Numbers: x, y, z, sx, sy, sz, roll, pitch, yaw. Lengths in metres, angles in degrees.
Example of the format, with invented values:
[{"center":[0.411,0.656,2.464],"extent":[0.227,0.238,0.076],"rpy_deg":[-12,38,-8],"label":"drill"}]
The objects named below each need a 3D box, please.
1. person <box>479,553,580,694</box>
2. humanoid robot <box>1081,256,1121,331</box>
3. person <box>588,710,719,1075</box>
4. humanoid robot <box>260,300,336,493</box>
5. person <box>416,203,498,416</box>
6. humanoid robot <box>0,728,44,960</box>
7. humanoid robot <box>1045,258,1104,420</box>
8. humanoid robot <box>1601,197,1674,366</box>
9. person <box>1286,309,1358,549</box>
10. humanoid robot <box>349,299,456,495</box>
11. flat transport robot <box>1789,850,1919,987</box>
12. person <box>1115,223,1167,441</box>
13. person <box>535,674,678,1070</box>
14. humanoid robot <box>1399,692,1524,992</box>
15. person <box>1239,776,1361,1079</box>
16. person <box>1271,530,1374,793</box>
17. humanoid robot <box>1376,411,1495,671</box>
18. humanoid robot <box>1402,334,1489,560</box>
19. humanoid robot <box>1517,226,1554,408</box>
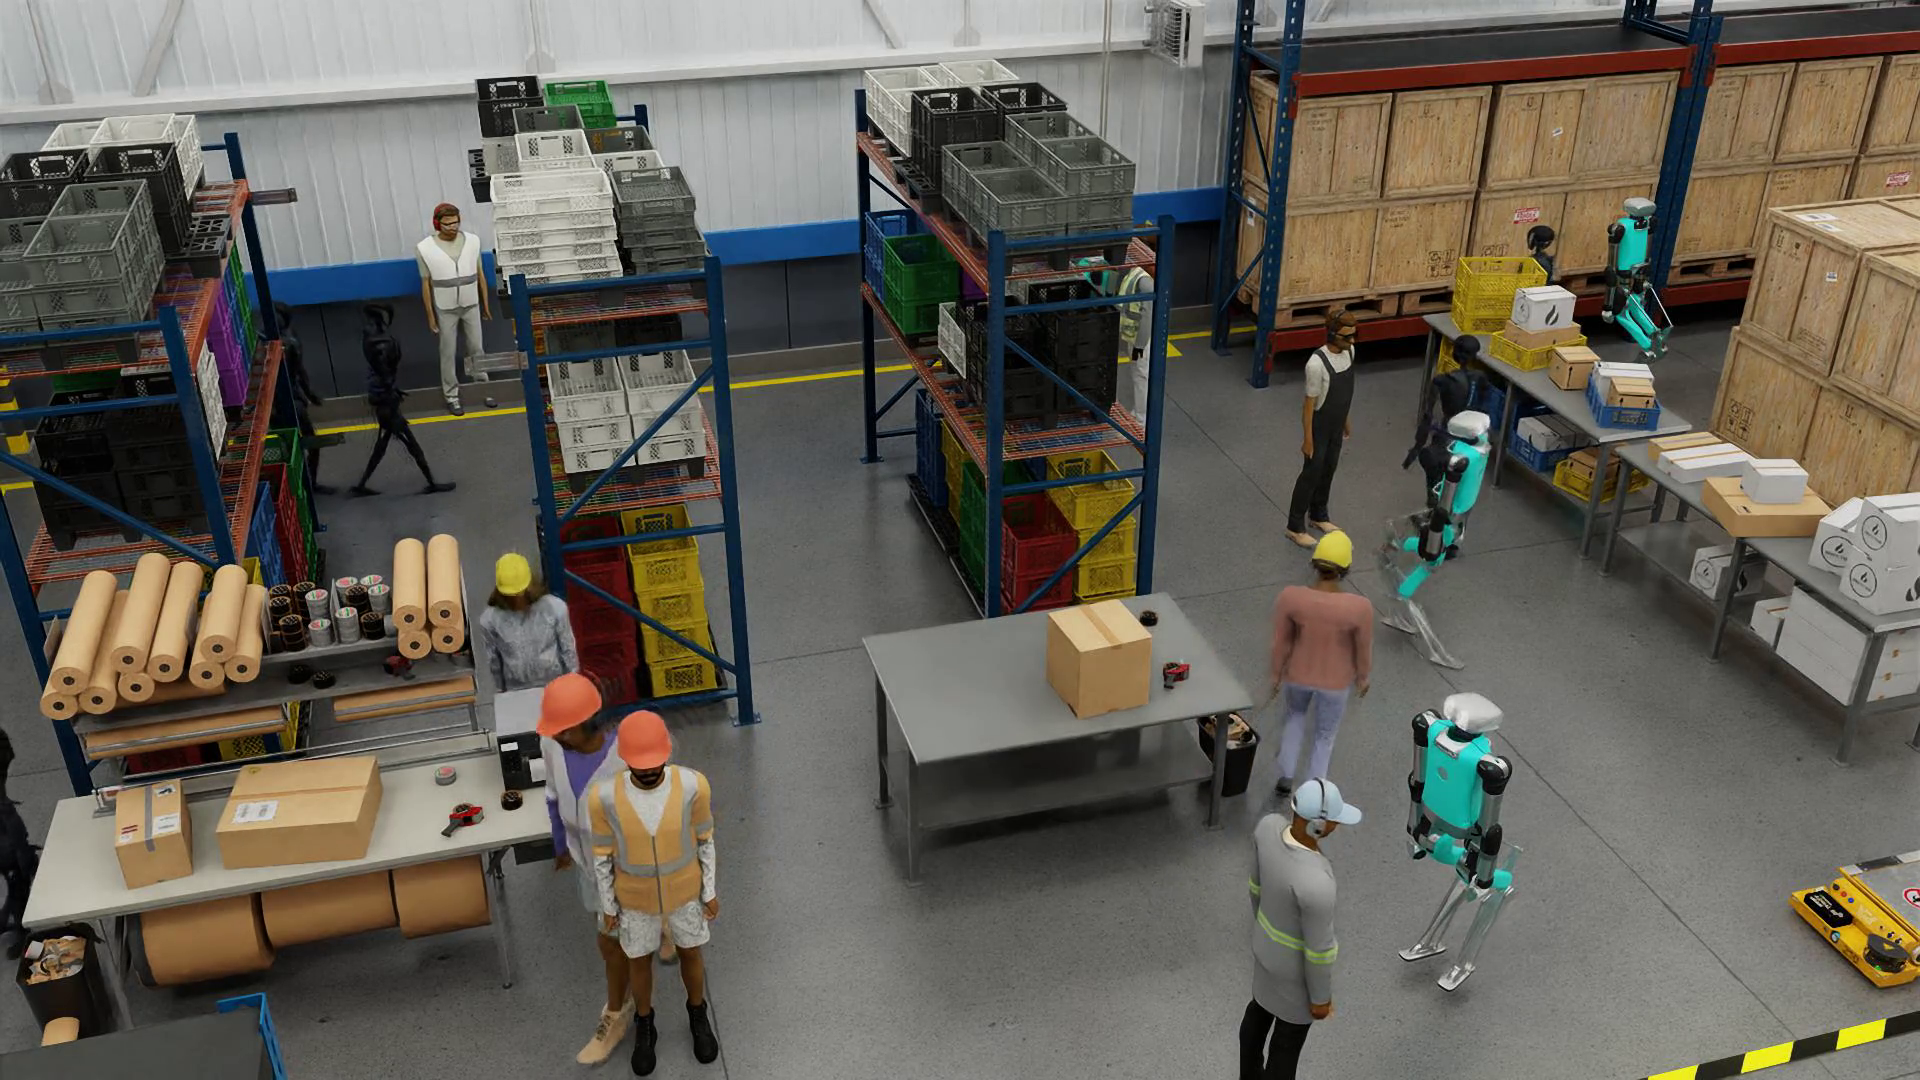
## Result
[{"center":[-2.363,0.778,9.242],"extent":[0.486,1.713,0.818],"rpy_deg":[-9,30,-16],"label":"person"},{"center":[0.973,-1.796,14.030],"extent":[0.531,1.854,0.858],"rpy_deg":[-10,30,-17],"label":"humanoid robot"},{"center":[-1.361,1.591,7.530],"extent":[0.545,1.942,0.349],"rpy_deg":[-7,29,-12],"label":"person"},{"center":[-5.080,-1.045,12.600],"extent":[0.356,1.646,0.600],"rpy_deg":[1,29,1],"label":"humanoid robot"},{"center":[-4.273,-1.976,14.133],"extent":[0.562,1.836,0.389],"rpy_deg":[-20,35,-32],"label":"person"},{"center":[-4.753,1.385,8.182],"extent":[0.587,1.642,0.363],"rpy_deg":[26,38,38],"label":"humanoid robot"},{"center":[0.848,-1.449,13.262],"extent":[0.539,1.774,0.725],"rpy_deg":[4,29,7],"label":"humanoid robot"},{"center":[5.842,-2.042,14.212],"extent":[0.533,1.677,0.735],"rpy_deg":[-17,33,-28],"label":"humanoid robot"},{"center":[2.639,-0.808,12.010],"extent":[0.336,1.837,0.505],"rpy_deg":[25,38,38],"label":"person"},{"center":[-4.385,-1.076,12.720],"extent":[0.795,1.631,0.612],"rpy_deg":[-9,30,-16],"label":"humanoid robot"},{"center":[5.163,1.916,8.676],"extent":[1.431,0.231,0.659],"rpy_deg":[-8,30,-14],"label":"flat transport robot"},{"center":[1.476,-1.698,13.619],"extent":[0.429,1.844,0.622],"rpy_deg":[4,29,6],"label":"person"},{"center":[-1.617,1.422,7.784],"extent":[0.618,2.006,0.909],"rpy_deg":[15,32,25],"label":"person"},{"center":[2.483,1.393,7.962],"extent":[0.735,1.677,0.533],"rpy_deg":[-17,33,-28],"label":"humanoid robot"},{"center":[1.467,1.803,7.242],"extent":[0.397,1.847,0.587],"rpy_deg":[-9,30,-16],"label":"person"},{"center":[2.003,0.751,9.259],"extent":[0.535,1.751,0.417],"rpy_deg":[13,31,22],"label":"person"},{"center":[2.990,-0.046,10.733],"extent":[0.895,1.779,0.541],"rpy_deg":[20,35,32],"label":"humanoid robot"},{"center":[3.487,-0.697,12.006],"extent":[0.622,1.644,0.644],"rpy_deg":[-11,31,-19],"label":"humanoid robot"},{"center":[4.824,-1.880,14.162],"extent":[0.498,1.640,0.587],"rpy_deg":[14,32,24],"label":"humanoid robot"}]
